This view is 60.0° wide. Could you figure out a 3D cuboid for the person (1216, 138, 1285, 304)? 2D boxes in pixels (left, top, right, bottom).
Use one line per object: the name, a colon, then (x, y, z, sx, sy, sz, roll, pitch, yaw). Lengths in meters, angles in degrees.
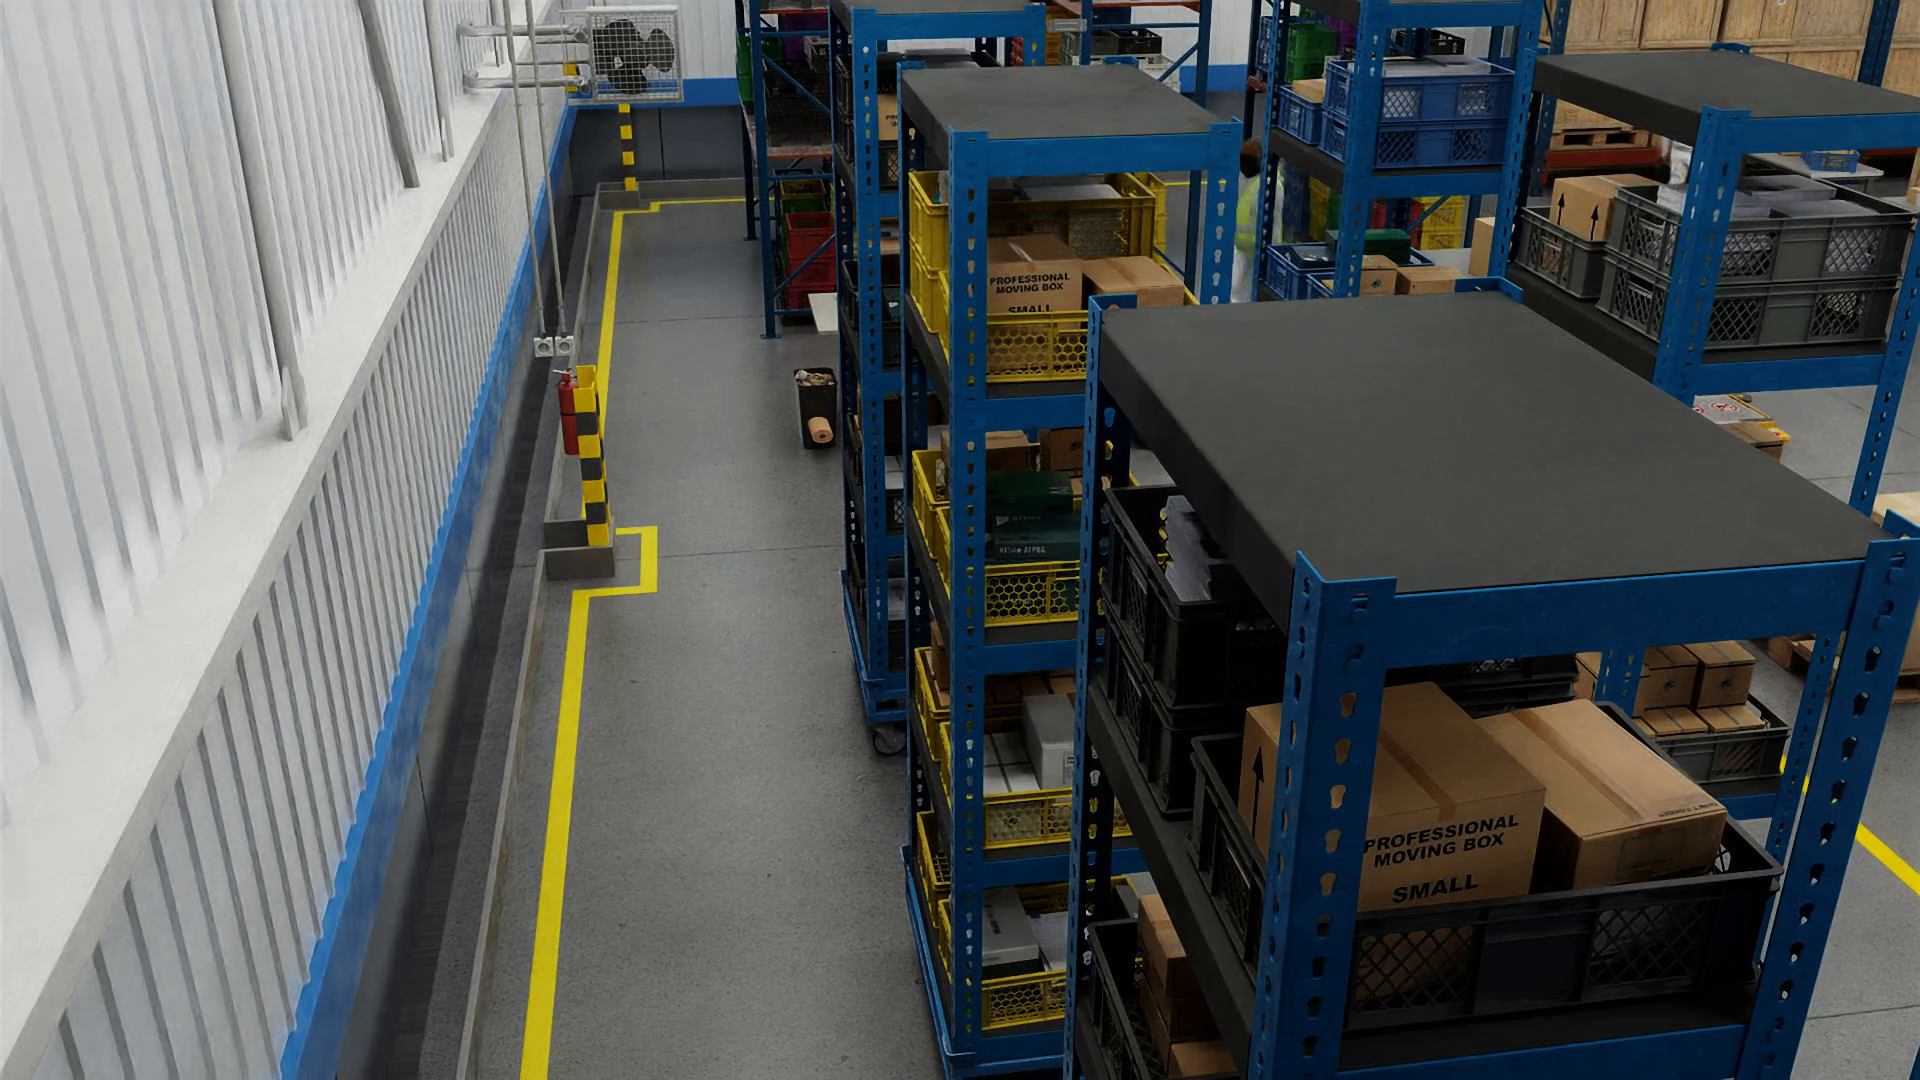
person: (2.366, -2.409, 13.696, 0.982, 1.782, 0.640, -12, 27, -25)
